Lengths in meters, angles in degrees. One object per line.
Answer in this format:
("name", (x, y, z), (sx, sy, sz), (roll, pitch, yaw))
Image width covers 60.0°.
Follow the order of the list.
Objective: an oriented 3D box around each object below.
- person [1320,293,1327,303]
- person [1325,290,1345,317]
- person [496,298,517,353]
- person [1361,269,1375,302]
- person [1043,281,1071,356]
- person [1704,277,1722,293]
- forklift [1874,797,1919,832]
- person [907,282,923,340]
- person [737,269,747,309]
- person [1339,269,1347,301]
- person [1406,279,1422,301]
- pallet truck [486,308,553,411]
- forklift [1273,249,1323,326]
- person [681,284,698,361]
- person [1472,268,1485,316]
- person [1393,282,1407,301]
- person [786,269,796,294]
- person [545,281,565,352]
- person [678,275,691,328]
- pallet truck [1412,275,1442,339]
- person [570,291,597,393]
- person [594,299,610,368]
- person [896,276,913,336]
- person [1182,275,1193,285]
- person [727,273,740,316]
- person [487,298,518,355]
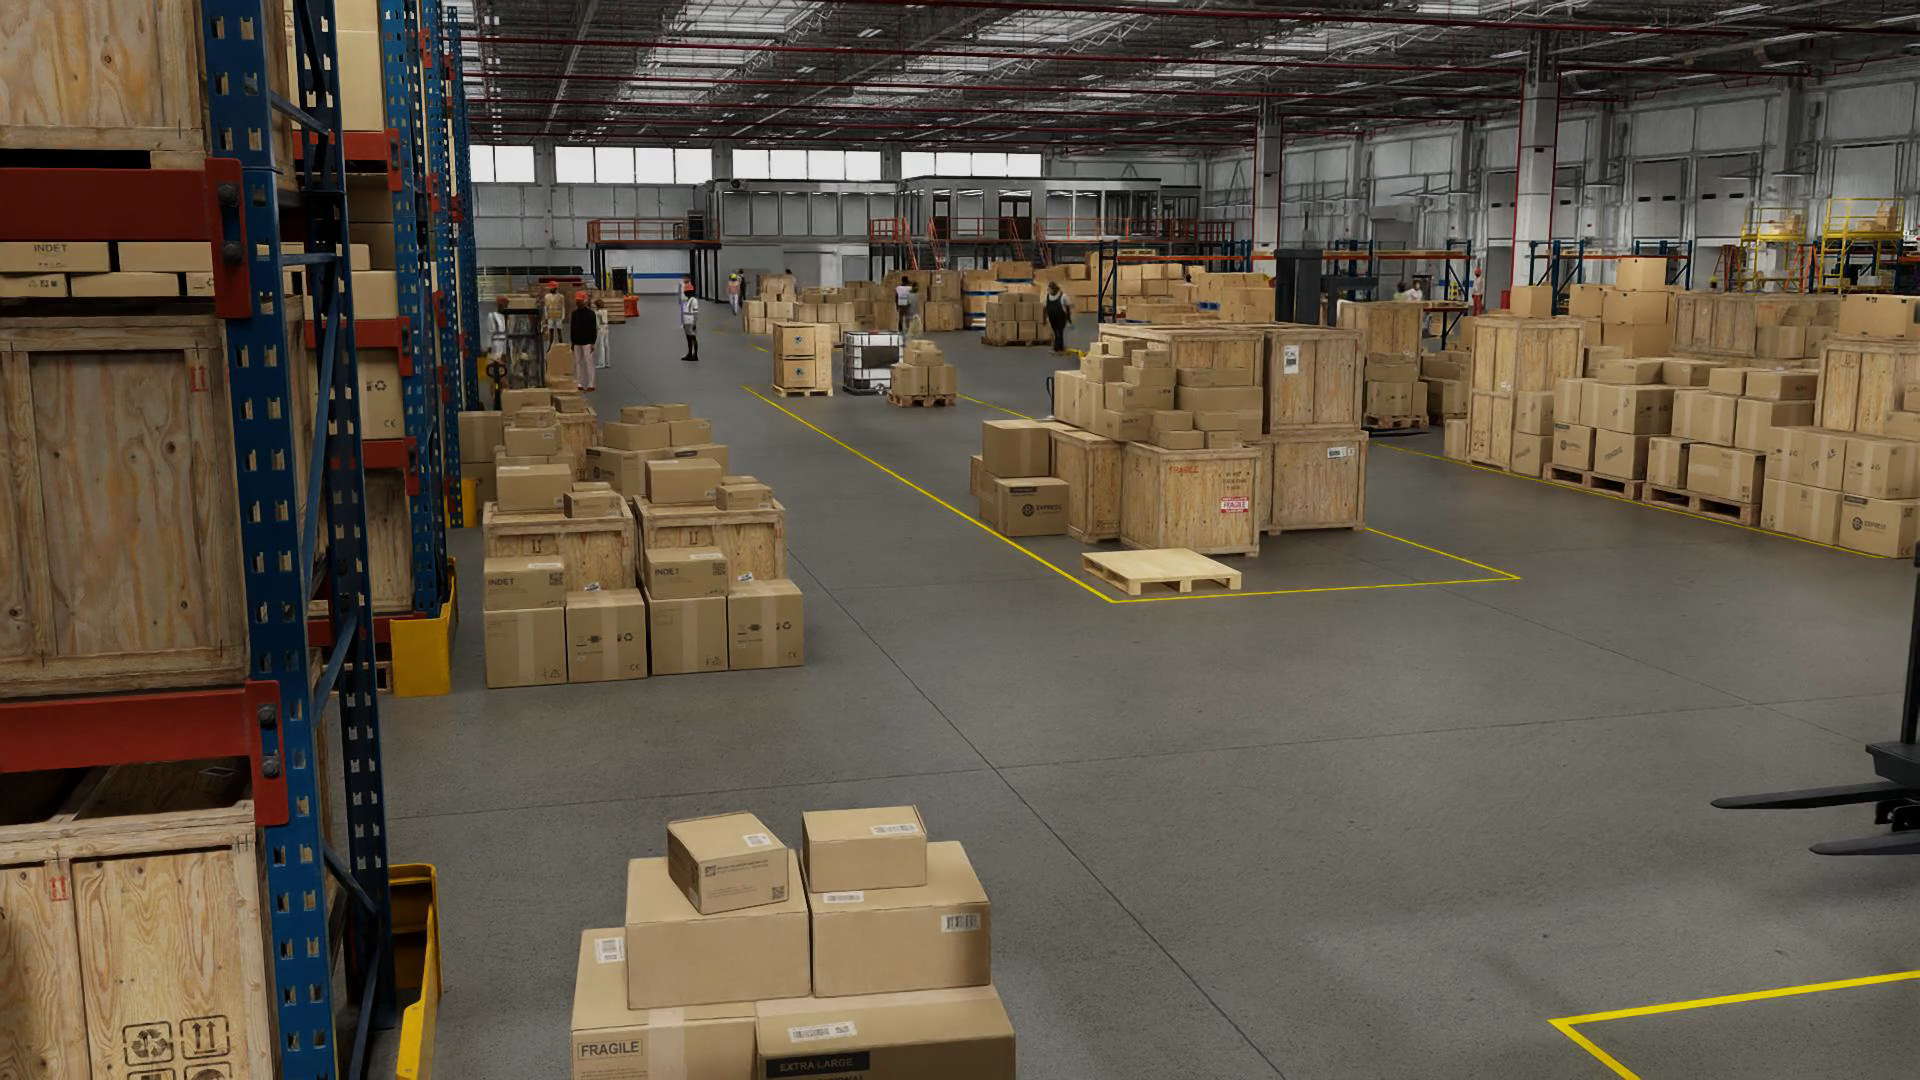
("person", (11.956, -7.716, 55.289), (0.535, 1.665, 0.400), (-8, 13, -37))
("person", (8.564, -4.770, 37.972), (0.660, 1.889, 0.990), (-2, 10, -12))
("person", (-10.399, -4.681, 38.030), (0.535, 1.697, 0.318), (-4, 11, -19))
("person", (17.753, -10.825, 72.286), (0.565, 1.880, 0.997), (8, 13, 37))
("person", (2.523, -5.852, 43.688), (0.698, 2.000, 1.033), (6, 12, 32))
("person", (24.137, -7.470, 53.287), (0.613, 1.875, 0.991), (0, 10, -2))
("forklift", (5.540, 0.092, 7.650), (1.873, 2.768, 1.129), (-3, 10, -15))
("person", (-1.235, -6.447, 47.623), (0.818, 1.832, 0.570), (8, 13, 38))
("person", (-10.065, -11.566, 76.598), (0.507, 1.846, 0.345), (-9, 13, -41))
("person", (18.239, -11.984, 79.132), (0.952, 1.798, 0.629), (3, 11, 18))
("person", (13.013, -6.492, 47.619), (0.627, 1.933, 0.371), (-8, 13, -37))
("pallet truck", (-6.242, -2.418, 24.362), (0.823, 1.965, 1.885), (1, 10, 3))
("forklift", (4.855, -2.824, 24.162), (1.873, 2.768, 1.129), (-3, 10, -15))
("person", (-6.795, -5.460, 41.759), (0.356, 1.937, 0.552), (-8, 13, -38))
("person", (20.556, -9.777, 66.046), (0.379, 1.994, 0.611), (-4, 11, -24))
("person", (13.284, -6.830, 49.888), (0.843, 1.819, 0.607), (-5, 11, -28))
("person", (-7.155, -10.393, 69.738), (0.601, 1.935, 0.967), (5, 11, 28))
("person", (-11.000, -6.053, 45.134), (0.543, 1.932, 0.376), (0, 10, 3))
("person", (-9.766, -8.447, 58.881), (0.365, 1.880, 0.692), (6, 11, 29))
("pallet truck", (14.620, -7.324, 52.145), (0.823, 1.965, 1.885), (8, 13, 40))
("person", (-7.409, -3.884, 32.668), (0.612, 1.997, 0.375), (5, 11, 28))
("person", (-8.454, -4.863, 39.229), (0.308, 1.638, 0.511), (4, 11, 21))
("person", (-1.801, -7.554, 53.672), (0.591, 1.917, 0.379), (5, 11, 25))
("person", (8.163, -8.585, 59.714), (0.525, 1.855, 0.374), (9, 14, 43))
("person", (-9.393, -10.201, 69.103), (0.545, 1.751, 0.479), (0, 10, 3))
("person", (-9.101, -3.868, 33.059), (0.642, 1.831, 0.636), (7, 12, 36))
